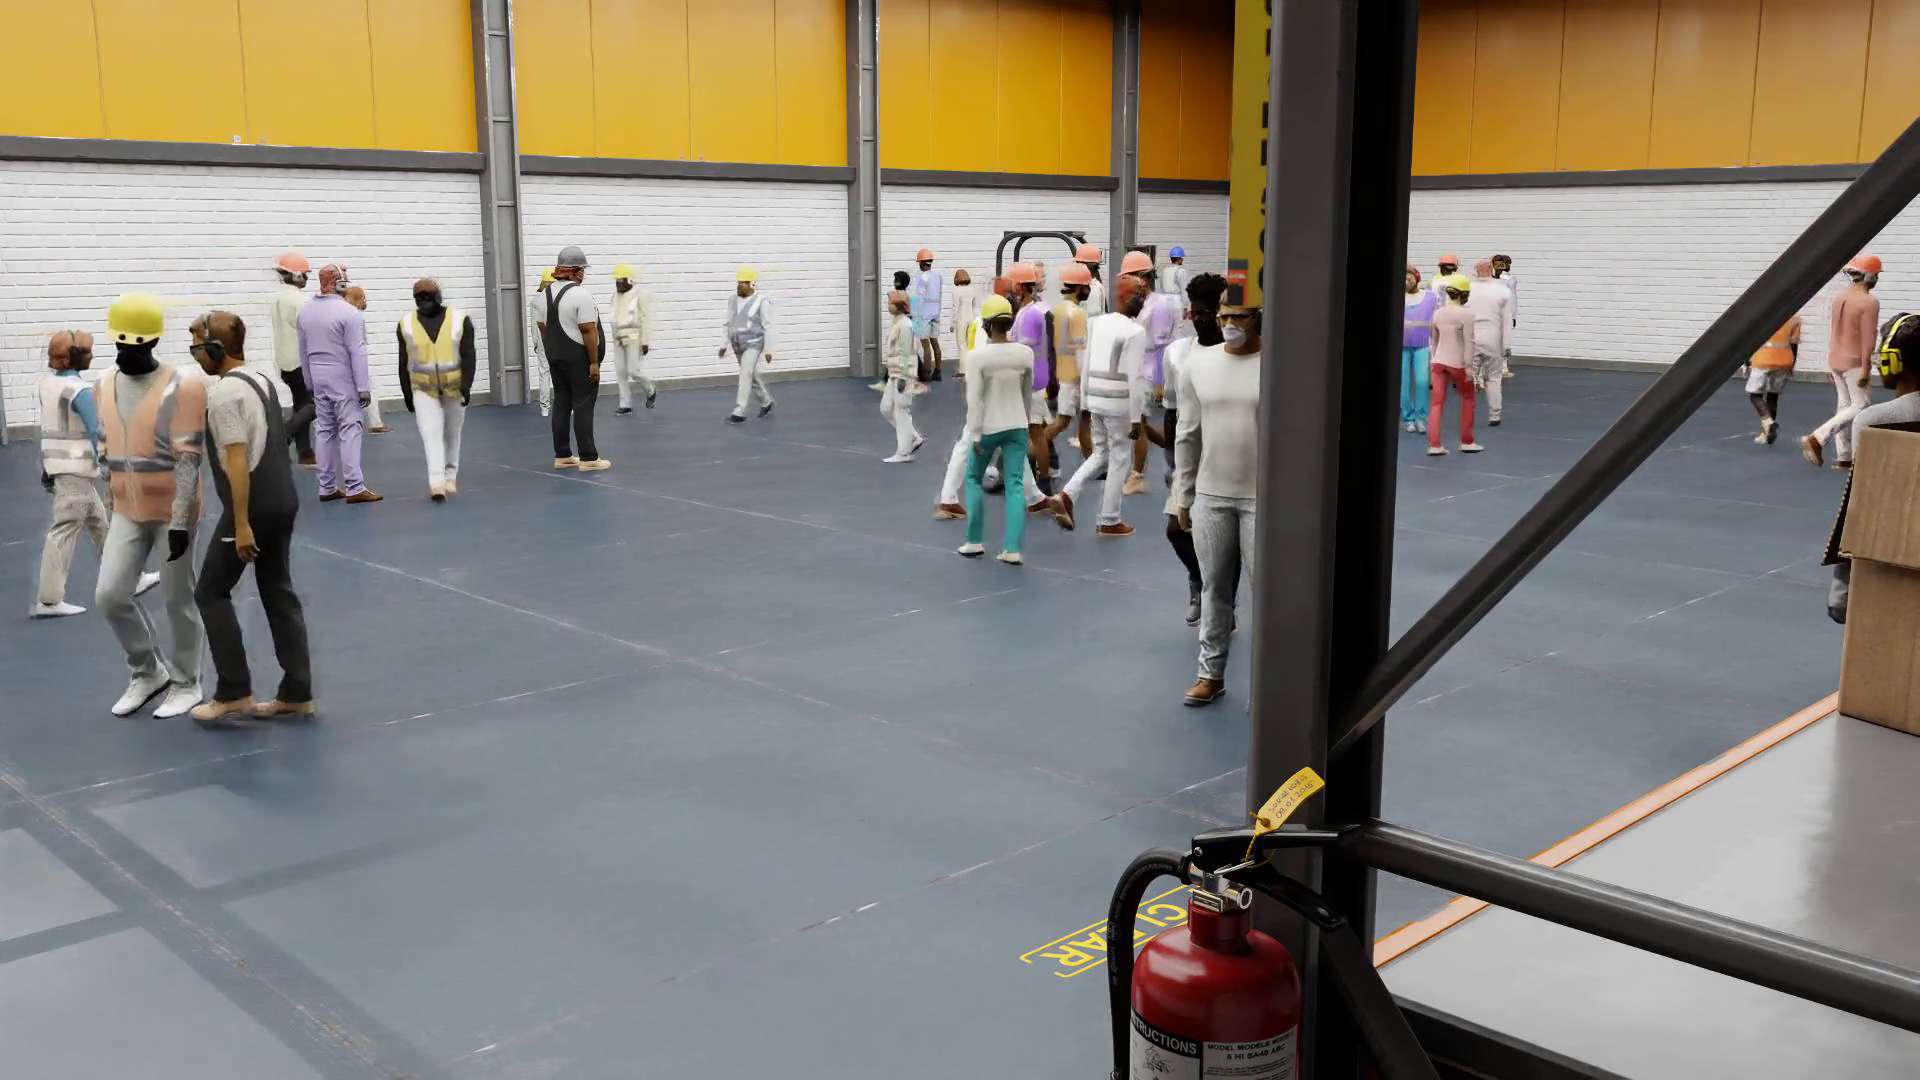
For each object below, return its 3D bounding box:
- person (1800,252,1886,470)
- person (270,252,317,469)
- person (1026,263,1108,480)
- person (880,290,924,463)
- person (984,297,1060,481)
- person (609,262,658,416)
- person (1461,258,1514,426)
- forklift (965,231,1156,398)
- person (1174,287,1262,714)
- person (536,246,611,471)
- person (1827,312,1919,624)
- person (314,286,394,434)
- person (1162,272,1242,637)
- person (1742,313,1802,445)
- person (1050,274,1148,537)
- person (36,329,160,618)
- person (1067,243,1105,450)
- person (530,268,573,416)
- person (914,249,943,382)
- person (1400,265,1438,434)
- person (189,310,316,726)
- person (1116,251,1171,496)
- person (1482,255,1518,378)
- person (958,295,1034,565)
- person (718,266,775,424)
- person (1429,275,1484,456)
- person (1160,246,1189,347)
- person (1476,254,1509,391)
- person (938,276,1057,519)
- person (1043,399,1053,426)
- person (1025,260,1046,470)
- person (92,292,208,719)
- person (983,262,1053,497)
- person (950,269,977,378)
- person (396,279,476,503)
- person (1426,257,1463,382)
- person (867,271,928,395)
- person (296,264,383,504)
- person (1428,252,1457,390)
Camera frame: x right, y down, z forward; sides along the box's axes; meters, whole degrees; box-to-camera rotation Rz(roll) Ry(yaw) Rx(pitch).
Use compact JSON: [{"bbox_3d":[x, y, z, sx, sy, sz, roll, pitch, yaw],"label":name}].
[{"bbox_3d":[7.962,-1.589,14.974,0.651,1.980,0.625,-1,10,-4],"label":"person"},{"bbox_3d":[-6.033,-1.603,15.029,0.621,1.980,0.555,10,14,43],"label":"person"},{"bbox_3d":[0.901,-1.422,14.301,0.943,1.903,0.557,-2,11,-12],"label":"person"},{"bbox_3d":[-0.572,-1.525,15.567,0.361,1.624,0.541,-2,11,-13],"label":"person"},{"bbox_3d":[0.514,-1.413,14.354,1.024,1.853,0.585,-8,13,-36],"label":"person"},{"bbox_3d":[-3.896,-2.377,19.725,0.599,1.812,0.519,6,12,32],"label":"person"},{"bbox_3d":[5.813,-2.192,18.542,0.685,1.876,0.601,4,11,23],"label":"person"},{"bbox_3d":[1.222,-2.721,20.561,2.313,2.155,1.214,2,11,13],"label":"forklift"},{"bbox_3d":[1.257,-0.183,7.455,0.632,1.934,0.374,5,12,26],"label":"person"},{"bbox_3d":[-3.490,-1.658,15.188,0.689,2.000,0.538,8,13,37],"label":"person"},{"bbox_3d":[3.377,0.118,6.009,0.515,1.861,0.320,-2,11,-12],"label":"person"},{"bbox_3d":[-6.493,-1.897,17.697,0.497,1.597,0.786,8,13,39],"label":"person"},{"bbox_3d":[1.312,-0.420,8.694,0.620,1.946,0.436,6,12,31],"label":"person"},{"bbox_3d":[8.185,-1.759,16.746,0.533,1.679,0.647,1,10,6],"label":"person"},{"bbox_3d":[1.000,-0.910,11.591,0.606,1.862,0.632,-6,12,-31],"label":"person"},{"bbox_3d":[-4.913,-0.386,9.434,0.548,1.593,0.834,9,14,40],"label":"person"},{"bbox_3d":[1.266,-1.926,16.629,0.370,2.048,0.607,0,10,1],"label":"person"},{"bbox_3d":[-4.829,-2.339,19.712,0.487,1.744,0.297,-1,10,-6],"label":"person"},{"bbox_3d":[-0.491,-3.267,24.247,0.377,1.932,0.551,8,13,36],"label":"person"},{"bbox_3d":[4.845,-2.031,17.836,0.589,1.807,0.727,1,10,7],"label":"person"},{"bbox_3d":[-3.144,-0.093,7.273,0.636,1.809,0.544,1,10,5],"label":"person"},{"bbox_3d":[1.595,-1.377,13.777,0.808,2.015,0.603,-5,11,-25],"label":"person"},{"bbox_3d":[8.117,-3.361,25.020,0.429,1.839,0.634,-7,12,-32],"label":"person"},{"bbox_3d":[0.228,-0.725,10.914,0.532,1.745,0.671,-4,11,-23],"label":"person"},{"bbox_3d":[-2.398,-2.243,19.070,0.600,1.799,0.910,8,13,37],"label":"person"},{"bbox_3d":[4.851,-1.692,16.162,0.719,1.740,0.546,-7,13,-34],"label":"person"},{"bbox_3d":[3.507,-3.801,27.124,0.388,1.949,0.602,-7,13,-35],"label":"person"},{"bbox_3d":[7.321,-2.973,22.823,0.538,1.869,0.312,-4,11,-22],"label":"person"},{"bbox_3d":[0.274,-1.056,12.511,1.024,1.831,0.597,-4,11,-21],"label":"person"},{"bbox_3d":[0.588,-1.919,17.268,1.027,1.804,0.549,-3,11,-16],"label":"person"},{"bbox_3d":[0.647,-1.596,15.215,0.403,1.906,0.651,-2,11,-11],"label":"person"},{"bbox_3d":[-3.523,-0.131,7.268,0.594,1.892,0.510,3,11,13],"label":"person"},{"bbox_3d":[0.435,-1.273,13.449,0.722,1.914,0.546,-1,10,-8],"label":"person"},{"bbox_3d":[0.052,-3.238,24.913,0.279,1.633,0.497,10,14,44],"label":"person"},{"bbox_3d":[-4.222,-1.209,13.455,0.606,1.782,0.978,-3,11,-16],"label":"person"},{"bbox_3d":[7.125,-3.231,24.304,0.630,1.842,0.429,6,12,28],"label":"person"},{"bbox_3d":[-0.807,-2.740,22.130,0.881,1.650,0.556,-6,12,-28],"label":"person"},{"bbox_3d":[-4.954,-1.244,13.301,0.653,1.904,0.405,5,12,26],"label":"person"},{"bbox_3d":[6.646,-2.950,22.620,0.553,1.907,0.746,-5,11,-24],"label":"person"}]
